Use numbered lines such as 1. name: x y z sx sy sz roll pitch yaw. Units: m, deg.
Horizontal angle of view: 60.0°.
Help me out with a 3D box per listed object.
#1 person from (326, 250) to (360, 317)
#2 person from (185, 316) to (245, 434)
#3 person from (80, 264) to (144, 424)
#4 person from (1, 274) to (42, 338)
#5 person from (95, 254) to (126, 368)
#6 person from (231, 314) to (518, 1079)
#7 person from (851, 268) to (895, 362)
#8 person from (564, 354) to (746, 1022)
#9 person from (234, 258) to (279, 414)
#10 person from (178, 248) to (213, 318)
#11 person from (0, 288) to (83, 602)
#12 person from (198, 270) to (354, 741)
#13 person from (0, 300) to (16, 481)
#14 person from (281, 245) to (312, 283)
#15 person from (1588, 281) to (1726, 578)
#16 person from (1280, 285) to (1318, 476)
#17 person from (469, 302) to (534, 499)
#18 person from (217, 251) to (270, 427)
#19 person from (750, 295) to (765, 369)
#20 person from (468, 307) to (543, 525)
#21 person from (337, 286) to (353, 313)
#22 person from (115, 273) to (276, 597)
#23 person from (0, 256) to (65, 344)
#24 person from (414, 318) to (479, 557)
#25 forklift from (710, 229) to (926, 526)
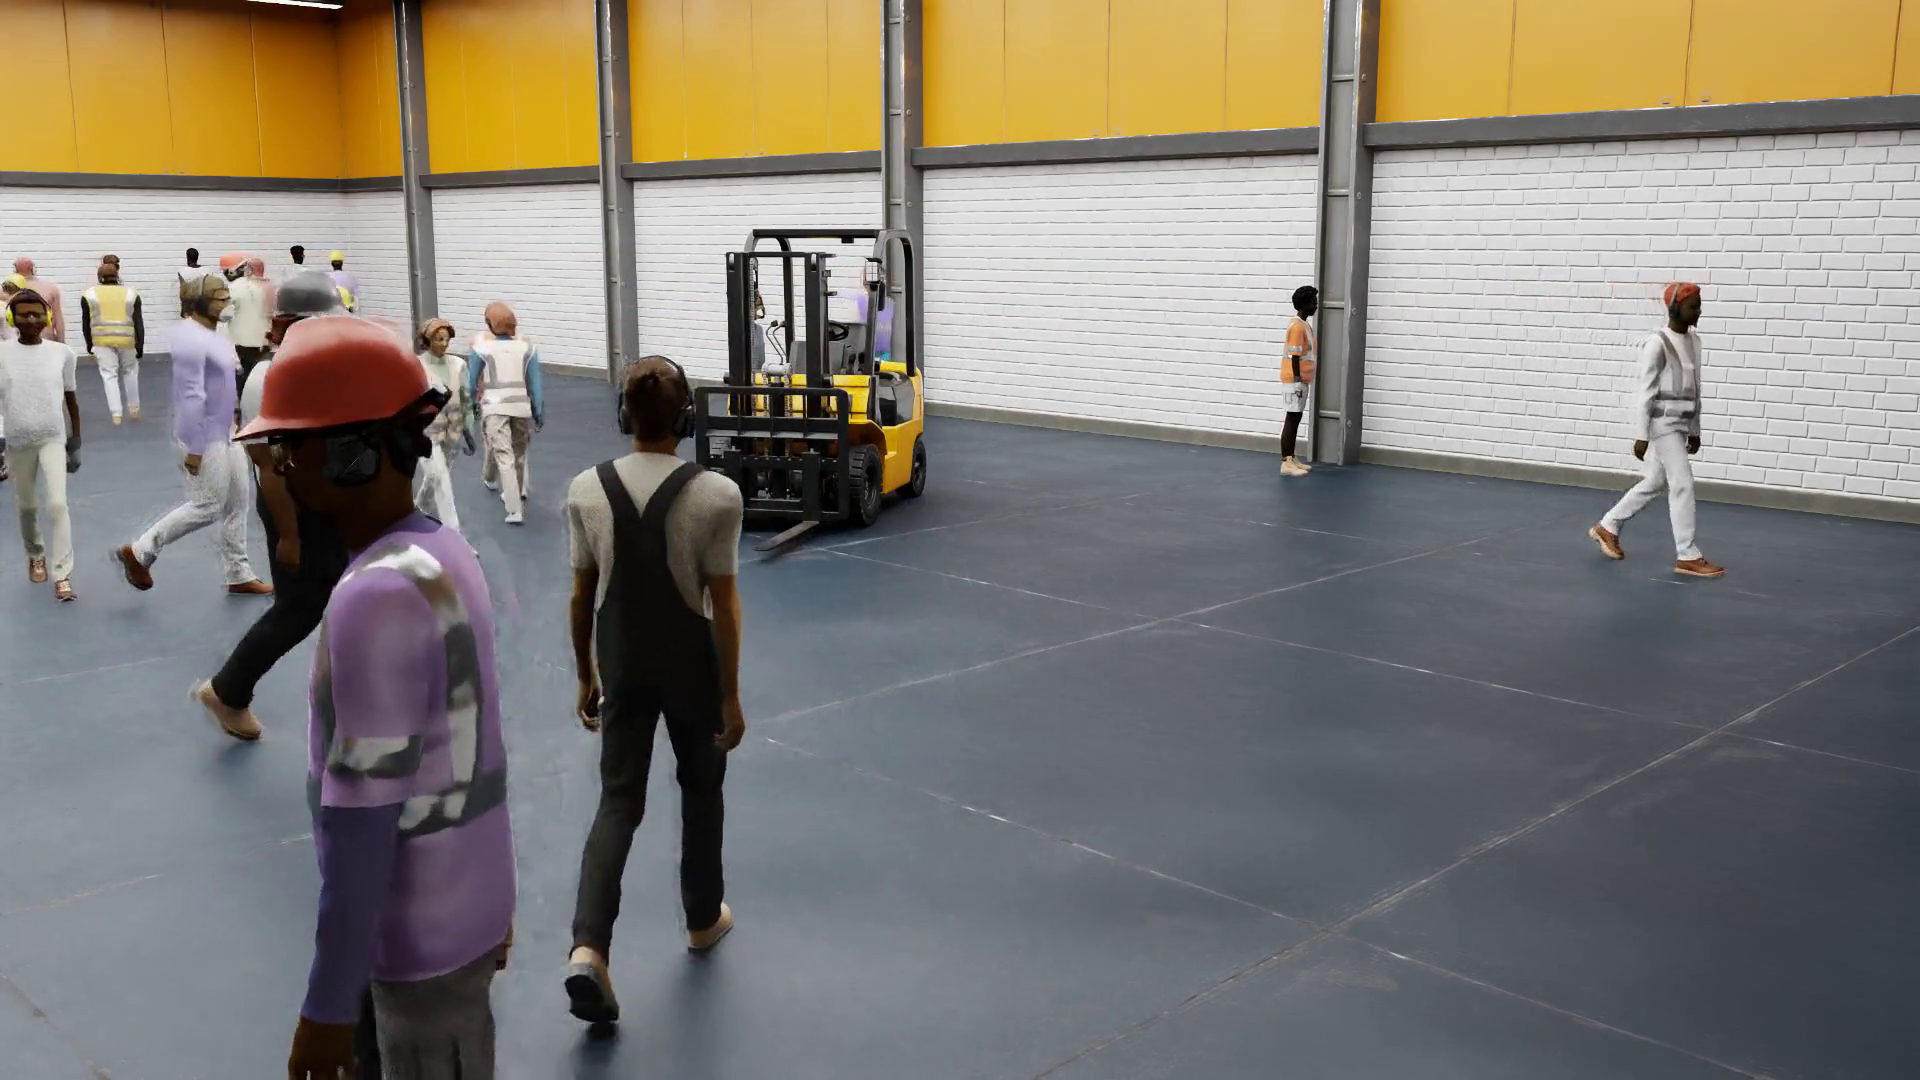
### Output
1. person: -9.462 -3.463 25.377 0.602 1.910 0.411 -3 11 -17
2. person: -7.699 -1.781 17.102 0.508 1.579 0.893 4 11 22
3. person: -9.680 -2.238 19.028 0.614 1.799 0.863 -6 12 -30
4. person: -10.206 -2.001 17.975 0.546 1.707 0.864 -6 12 -30
5. person: -13.539 -3.651 26.635 0.627 1.825 0.478 7 13 35
6. person: -0.837 0.620 2.865 0.875 2.013 0.613 -3 11 -14
7. person: -0.951 -1.989 17.618 0.577 1.816 0.909 -9 13 -39
8. person: -0.860 0.396 4.627 0.514 1.816 0.888 2 11 8
9. person: -8.327 -2.394 19.690 0.987 1.853 0.665 5 12 27
10. person: -12.720 -3.899 27.740 0.392 1.918 0.590 7 12 33
11. person: -5.534 -0.590 9.956 0.518 1.831 0.945 -6 12 -28
12. person: -2.727 -0.141 6.911 0.925 2.000 0.687 1 10 7
13. person: -8.398 -1.401 14.225 0.669 1.876 0.628 -3 11 -17
14. person: -11.273 -4.052 28.450 0.608 1.963 0.363 2 11 13
15. person: 4.486 -0.727 10.647 0.585 1.852 0.926 -9 14 -40
16. person: 3.020 -1.417 14.827 0.317 1.693 0.535 4 11 19
17. person: -3.736 -1.143 13.612 0.542 1.588 0.892 -5 11 -24
18. person: -7.803 -2.113 17.911 0.808 1.953 0.607 2 11 11
19. person: -1.858 -1.382 14.787 0.278 1.634 0.498 3 11 18
20. person: -3.424 -0.937 12.466 0.523 1.593 0.841 -7 13 -34
21. person: -4.865 -1.159 13.284 0.564 1.729 0.486 -3 11 -15
22. person: -4.457 -0.576 9.627 0.792 1.921 0.638 -2 11 -11
23. person: -10.631 -2.304 19.086 0.652 1.894 0.452 -5 12 -26
24. person: -3.548 -0.698 11.172 0.865 1.593 0.517 7 13 34
25. forklift: -1.050 -1.319 12.920 1.214 2.155 2.313 2 11 13
